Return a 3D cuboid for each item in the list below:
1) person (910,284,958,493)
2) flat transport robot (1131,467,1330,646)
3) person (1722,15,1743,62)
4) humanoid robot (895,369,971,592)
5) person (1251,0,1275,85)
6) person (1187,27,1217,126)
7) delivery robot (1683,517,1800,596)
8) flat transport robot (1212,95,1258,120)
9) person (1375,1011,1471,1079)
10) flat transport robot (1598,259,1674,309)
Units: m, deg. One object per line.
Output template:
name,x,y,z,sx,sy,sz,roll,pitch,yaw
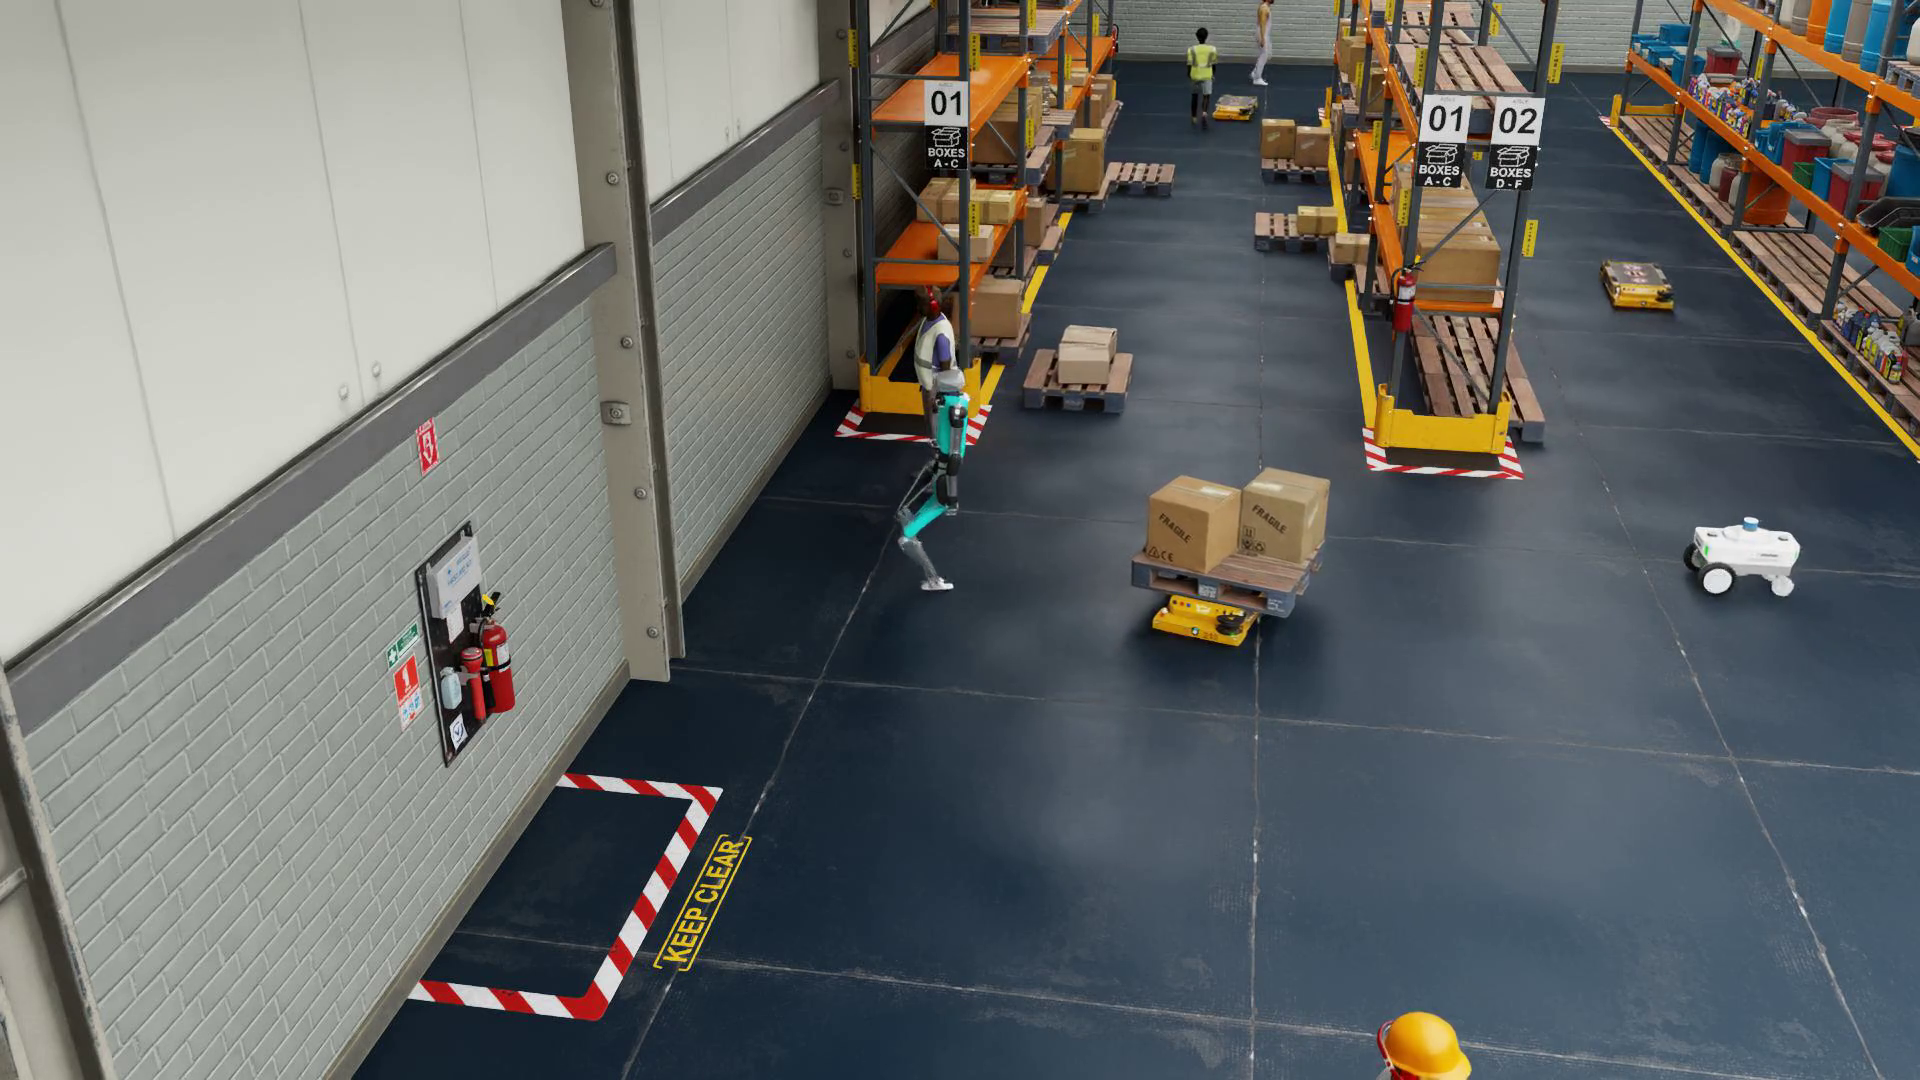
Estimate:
person,-0.211,-1.310,14.309,0.391,1.837,0.562,-6,26,-13
flat transport robot,2.005,0.365,12.577,0.659,0.231,1.431,12,27,23
person,15.096,-9.767,32.520,0.382,1.745,0.526,-2,25,-5
humanoid robot,-0.264,-0.404,12.456,0.684,1.769,0.538,-3,25,-7
person,6.022,-9.885,32.665,0.451,1.836,0.568,8,26,17
person,4.187,-8.035,28.884,0.522,1.677,0.711,4,25,8
delivery robot,5.996,0.116,12.771,0.778,0.594,0.499,3,25,7
flat transport robot,4.995,-7.832,30.121,0.659,0.231,1.431,7,26,15
person,1.587,2.495,6.112,0.380,1.890,0.562,17,30,33
flat transport robot,8.088,-3.066,19.919,0.659,0.231,1.431,5,26,11
